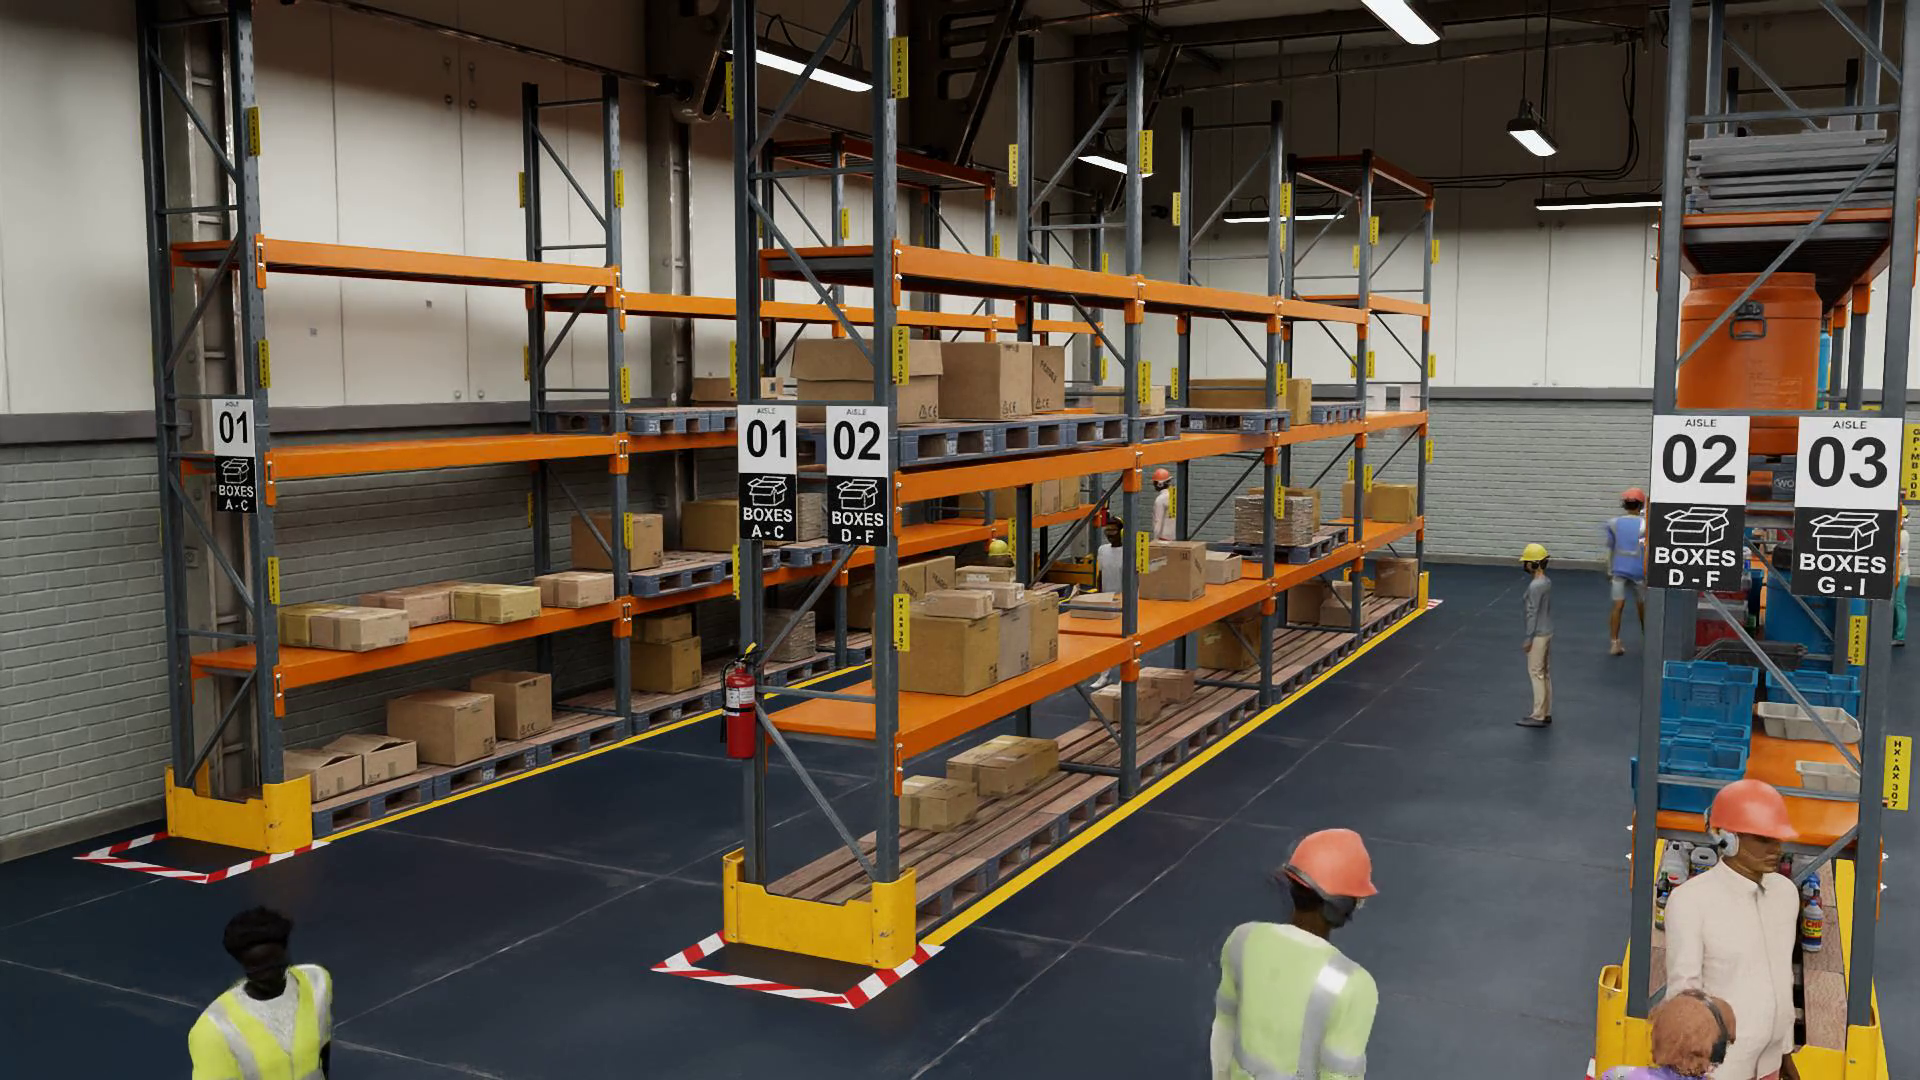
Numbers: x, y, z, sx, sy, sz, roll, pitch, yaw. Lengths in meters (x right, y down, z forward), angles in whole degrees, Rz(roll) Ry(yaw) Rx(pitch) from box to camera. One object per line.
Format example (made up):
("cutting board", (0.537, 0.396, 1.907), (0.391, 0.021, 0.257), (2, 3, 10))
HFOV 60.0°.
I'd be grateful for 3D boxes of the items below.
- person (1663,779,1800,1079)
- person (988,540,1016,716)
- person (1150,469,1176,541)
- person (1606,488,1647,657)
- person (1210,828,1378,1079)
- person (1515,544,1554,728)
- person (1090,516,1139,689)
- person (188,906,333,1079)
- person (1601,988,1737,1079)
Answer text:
("person", (2.751, 1.829, 5.913), (0.612, 1.997, 0.376), (-3, 7, -27))
("person", (0.405, 0.869, 16.501), (0.312, 1.738, 0.483), (5, 7, 38))
("person", (2.946, -0.043, 24.155), (0.398, 1.991, 0.618), (3, 7, 28))
("person", (8.118, 0.380, 19.989), (0.622, 1.997, 1.015), (6, 8, 43))
("person", (1.019, 1.898, 5.390), (1.078, 1.975, 0.728), (-5, 8, -40))
("person", (5.522, 0.913, 15.977), (0.343, 1.756, 0.518), (3, 7, 30))
("person", (1.661, 0.677, 17.724), (0.521, 1.873, 0.334), (4, 7, 36))
("person", (-2.358, 2.020, 5.654), (0.513, 1.653, 0.561), (4, 7, 37))
("person", (2.067, 2.132, 4.903), (0.834, 1.596, 0.537), (-4, 7, -37))
